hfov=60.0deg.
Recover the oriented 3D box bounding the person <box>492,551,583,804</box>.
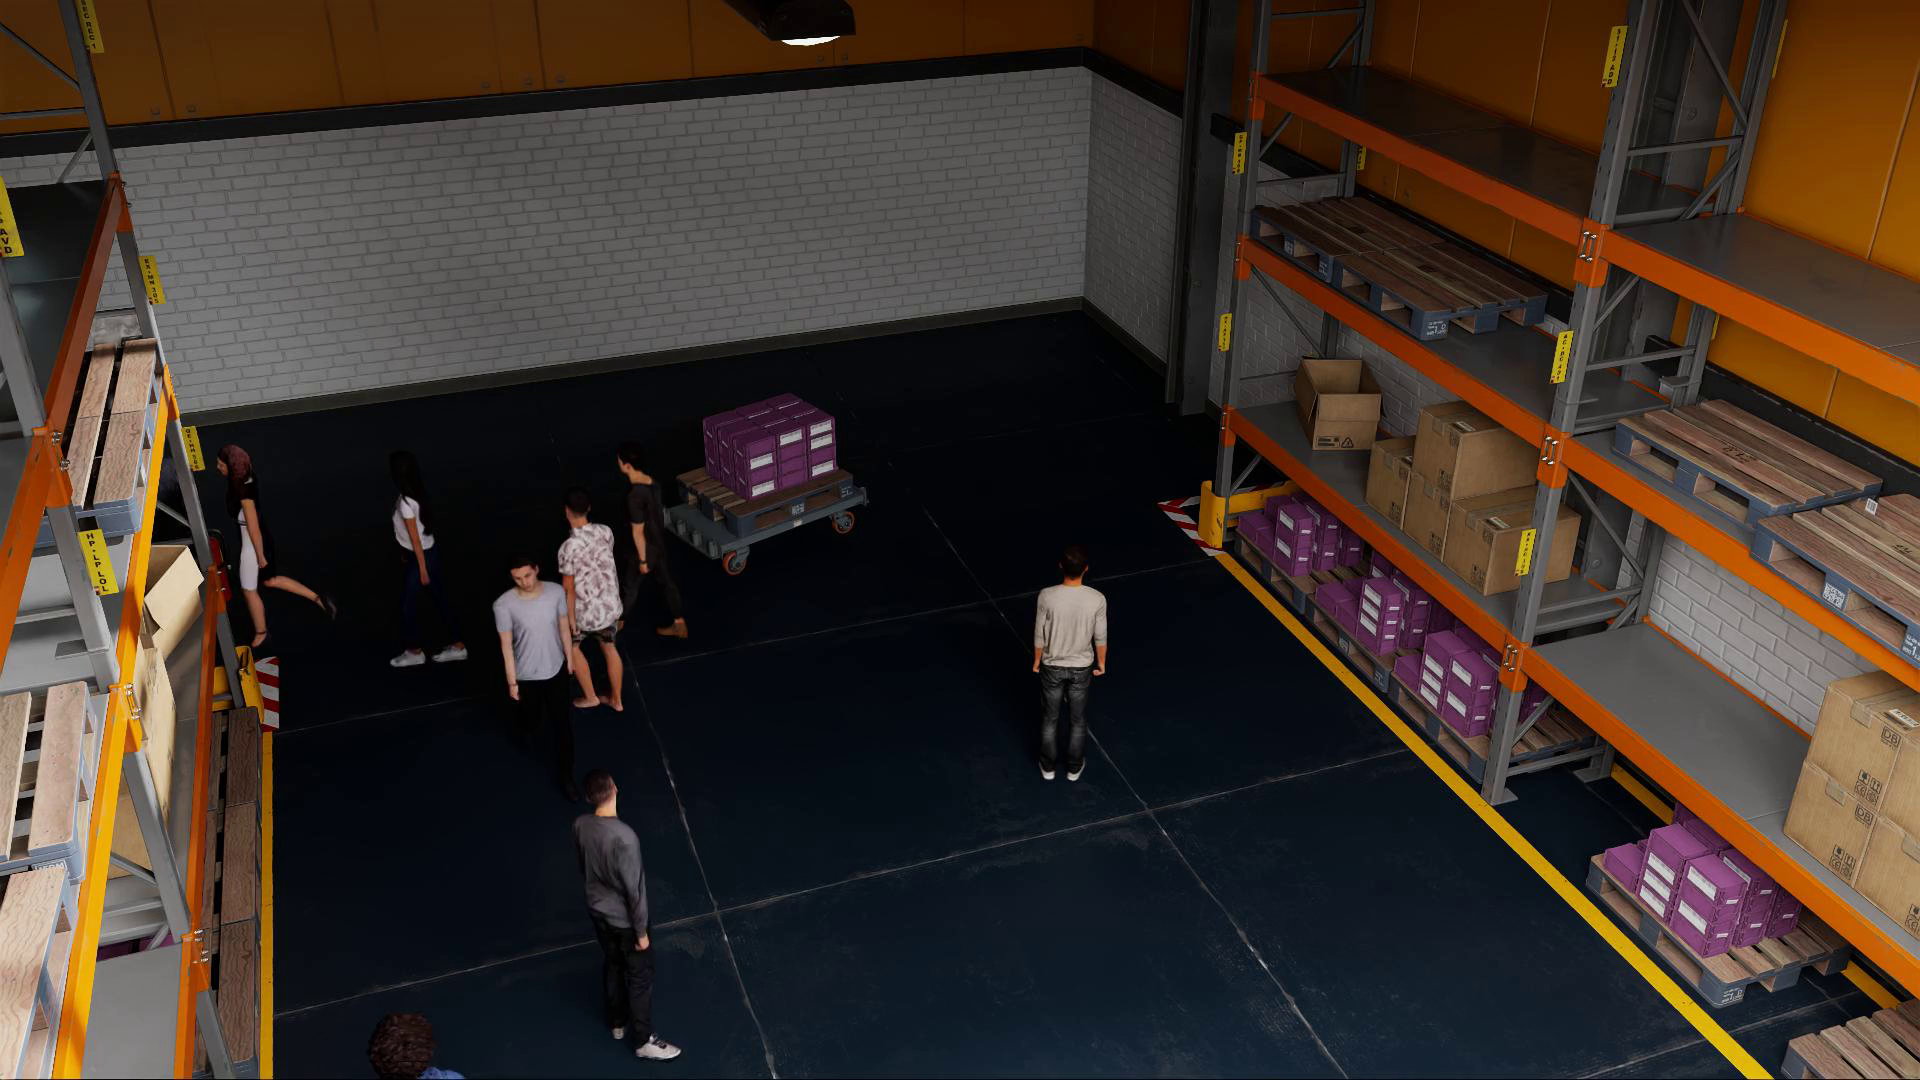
[{"bbox_3d":[-2.887,0.857,11.276,0.782,1.825,1.177,-16,32,-26],"label":"person"}]

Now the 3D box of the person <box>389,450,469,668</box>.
[{"bbox_3d":[-3.982,0.154,12.643,0.778,1.749,0.803,-6,29,-10],"label":"person"}]

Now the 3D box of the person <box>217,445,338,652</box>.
[{"bbox_3d":[-5.315,0.058,12.792,0.710,1.774,0.941,-8,30,-14],"label":"person"}]

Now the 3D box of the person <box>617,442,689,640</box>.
[{"bbox_3d":[-2.371,0.056,12.900,1.065,1.676,1.068,8,30,14],"label":"person"}]

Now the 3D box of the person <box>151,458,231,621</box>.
[{"bbox_3d":[-6.067,-0.002,12.921,1.180,1.757,1.222,6,29,11],"label":"person"}]

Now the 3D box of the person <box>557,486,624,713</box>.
[{"bbox_3d":[-2.587,0.488,11.983,0.801,1.795,0.780,23,36,36],"label":"person"}]

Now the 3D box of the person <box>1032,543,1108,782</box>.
[{"bbox_3d":[0.731,0.850,11.308,0.720,1.807,0.676,1,29,1],"label":"person"}]

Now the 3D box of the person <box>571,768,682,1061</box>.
[{"bbox_3d":[-1.866,2.079,9.120,0.786,1.744,0.930,25,38,38],"label":"person"}]

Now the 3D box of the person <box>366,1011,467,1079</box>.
[{"bbox_3d":[-2.400,2.934,7.499,0.694,1.795,0.647,-12,31,-21],"label":"person"}]
